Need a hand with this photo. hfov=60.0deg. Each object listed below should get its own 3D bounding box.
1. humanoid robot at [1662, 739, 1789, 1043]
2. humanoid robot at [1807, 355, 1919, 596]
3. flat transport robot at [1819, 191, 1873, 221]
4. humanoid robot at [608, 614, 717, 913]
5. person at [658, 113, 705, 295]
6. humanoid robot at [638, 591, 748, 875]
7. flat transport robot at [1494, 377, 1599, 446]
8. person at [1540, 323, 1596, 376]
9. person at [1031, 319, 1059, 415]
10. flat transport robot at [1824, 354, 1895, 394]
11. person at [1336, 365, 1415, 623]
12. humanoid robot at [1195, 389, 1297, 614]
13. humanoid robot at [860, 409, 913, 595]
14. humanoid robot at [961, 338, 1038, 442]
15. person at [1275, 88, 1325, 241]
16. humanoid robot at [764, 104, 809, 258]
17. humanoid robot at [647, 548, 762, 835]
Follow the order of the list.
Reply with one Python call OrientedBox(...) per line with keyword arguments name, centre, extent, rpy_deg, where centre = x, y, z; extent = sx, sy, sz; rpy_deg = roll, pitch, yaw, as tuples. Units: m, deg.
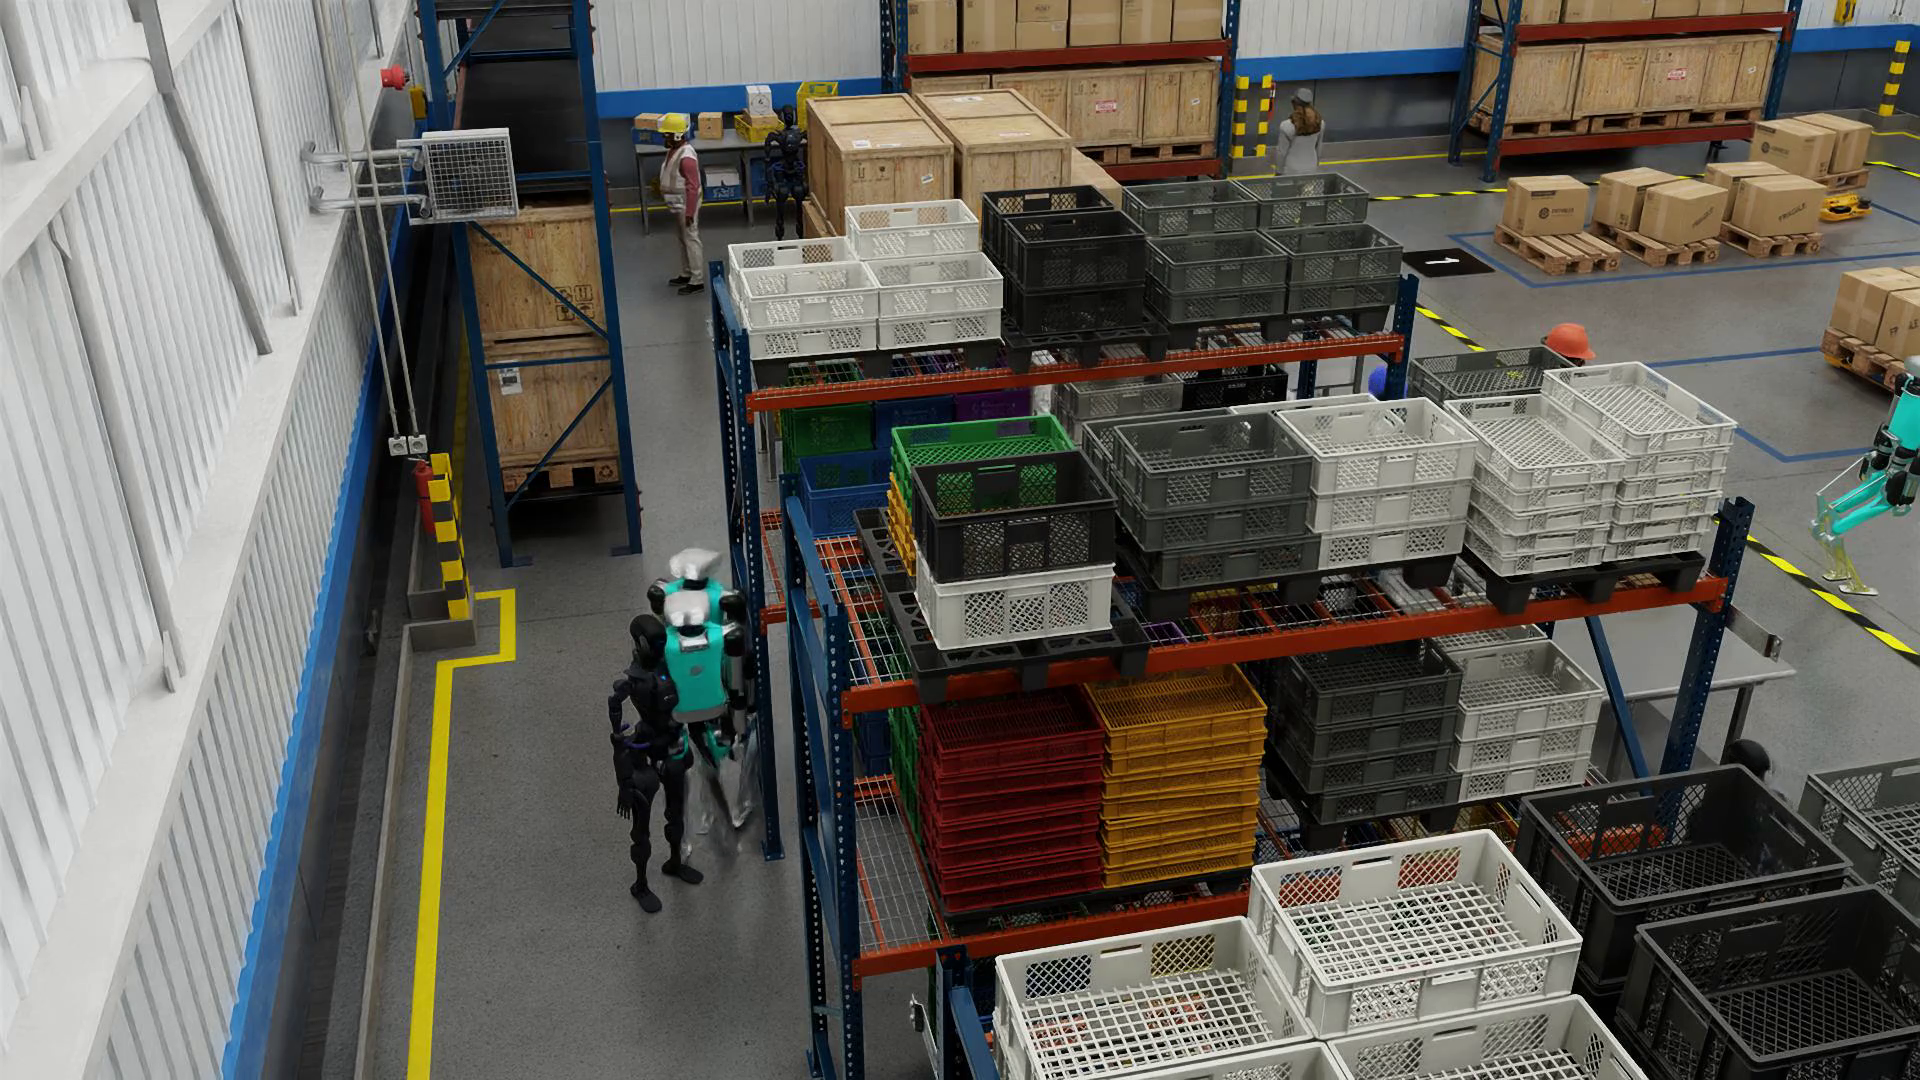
OrientedBox(name="humanoid robot", centre=(3.452, 1.662, 7.458), extent=(0.589, 1.635, 0.825), rpy_deg=(-8, 29, -15))
OrientedBox(name="humanoid robot", centre=(6.062, -0.429, 11.139), extent=(0.735, 1.679, 0.533), rpy_deg=(-1, 28, -2))
OrientedBox(name="flat transport robot", centre=(10.057, -4.123, 19.840), extent=(0.652, 0.197, 1.431), rpy_deg=(-13, 30, -23))
OrientedBox(name="humanoid robot", centre=(-1.523, 1.100, 8.432), extent=(0.315, 1.657, 0.599), rpy_deg=(22, 35, 36))
OrientedBox(name="person", centre=(-2.810, -3.395, 16.809), extent=(0.404, 1.834, 0.590), rpy_deg=(-11, 30, -20))
OrientedBox(name="humanoid robot", centre=(-1.386, 0.955, 8.651), extent=(0.530, 1.770, 0.740), rpy_deg=(-8, 29, -15))
OrientedBox(name="flat transport robot", centre=(4.780, -1.036, 14.013), extent=(0.659, 0.231, 1.431), rpy_deg=(-6, 28, -12))
OrientedBox(name="person", centre=(3.869, -0.476, 11.060), extent=(0.401, 2.036, 0.600), rpy_deg=(16, 32, 27))
OrientedBox(name="person", centre=(0.578, -1.261, 12.706), extent=(0.356, 1.886, 0.573), rpy_deg=(4, 28, 7))
OrientedBox(name="flat transport robot", centre=(8.473, -1.467, 14.800), extent=(0.652, 0.197, 1.431), rpy_deg=(-6, 28, -12))
OrientedBox(name="person", centre=(2.690, -0.176, 10.625), extent=(0.619, 1.912, 0.702), rpy_deg=(-3, 28, -6))
OrientedBox(name="humanoid robot", centre=(1.741, -0.210, 10.898), extent=(0.967, 1.749, 0.530), rpy_deg=(16, 32, 28))
OrientedBox(name="humanoid robot", centre=(-0.337, -0.241, 11.021), extent=(0.693, 1.638, 0.600), rpy_deg=(-2, 28, -3))
OrientedBox(name="humanoid robot", centre=(0.301, -0.506, 11.319), extent=(0.530, 1.695, 0.736), rpy_deg=(-4, 28, -7))
OrientedBox(name="person", centre=(3.664, -4.003, 18.031), extent=(0.560, 1.768, 0.399), rpy_deg=(-11, 30, -20))
OrientedBox(name="humanoid robot", centre=(-1.804, -3.826, 17.779), extent=(0.599, 1.657, 0.315), rpy_deg=(-9, 29, -16))
OrientedBox(name="humanoid robot", centre=(-1.283, 0.758, 8.999), extent=(0.539, 1.767, 0.679), rpy_deg=(7, 29, 13))
